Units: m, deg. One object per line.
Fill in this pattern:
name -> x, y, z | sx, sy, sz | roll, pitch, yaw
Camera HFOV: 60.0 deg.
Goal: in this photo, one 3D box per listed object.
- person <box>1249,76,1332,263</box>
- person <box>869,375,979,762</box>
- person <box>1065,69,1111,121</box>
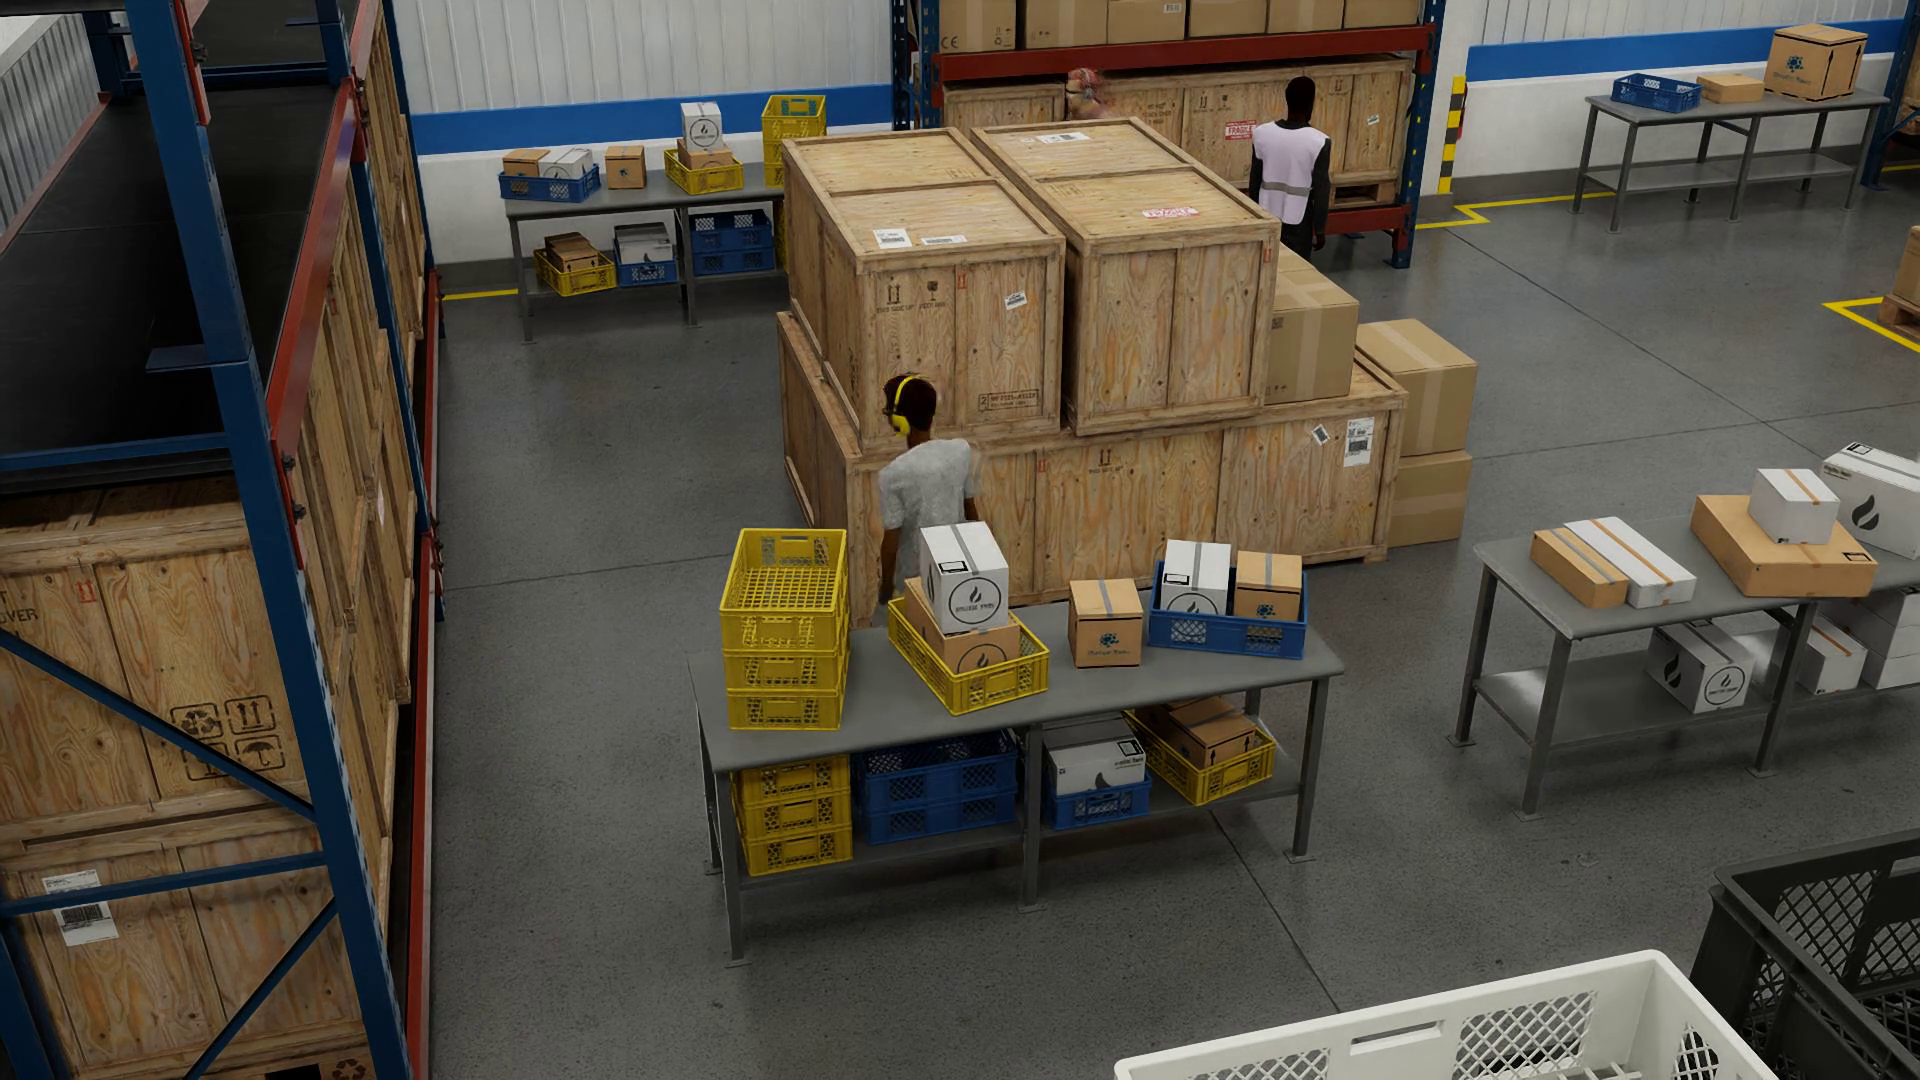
person -> 2.233, -2.193, 11.374 | 0.587, 1.920, 0.392 | 21, 35, 33
person -> -0.095, 0.149, 7.216 | 0.701, 1.843, 0.371 | -23, 36, -35
person -> 0.797, -2.399, 11.807 | 0.936, 1.860, 0.649 | -5, 29, -9
